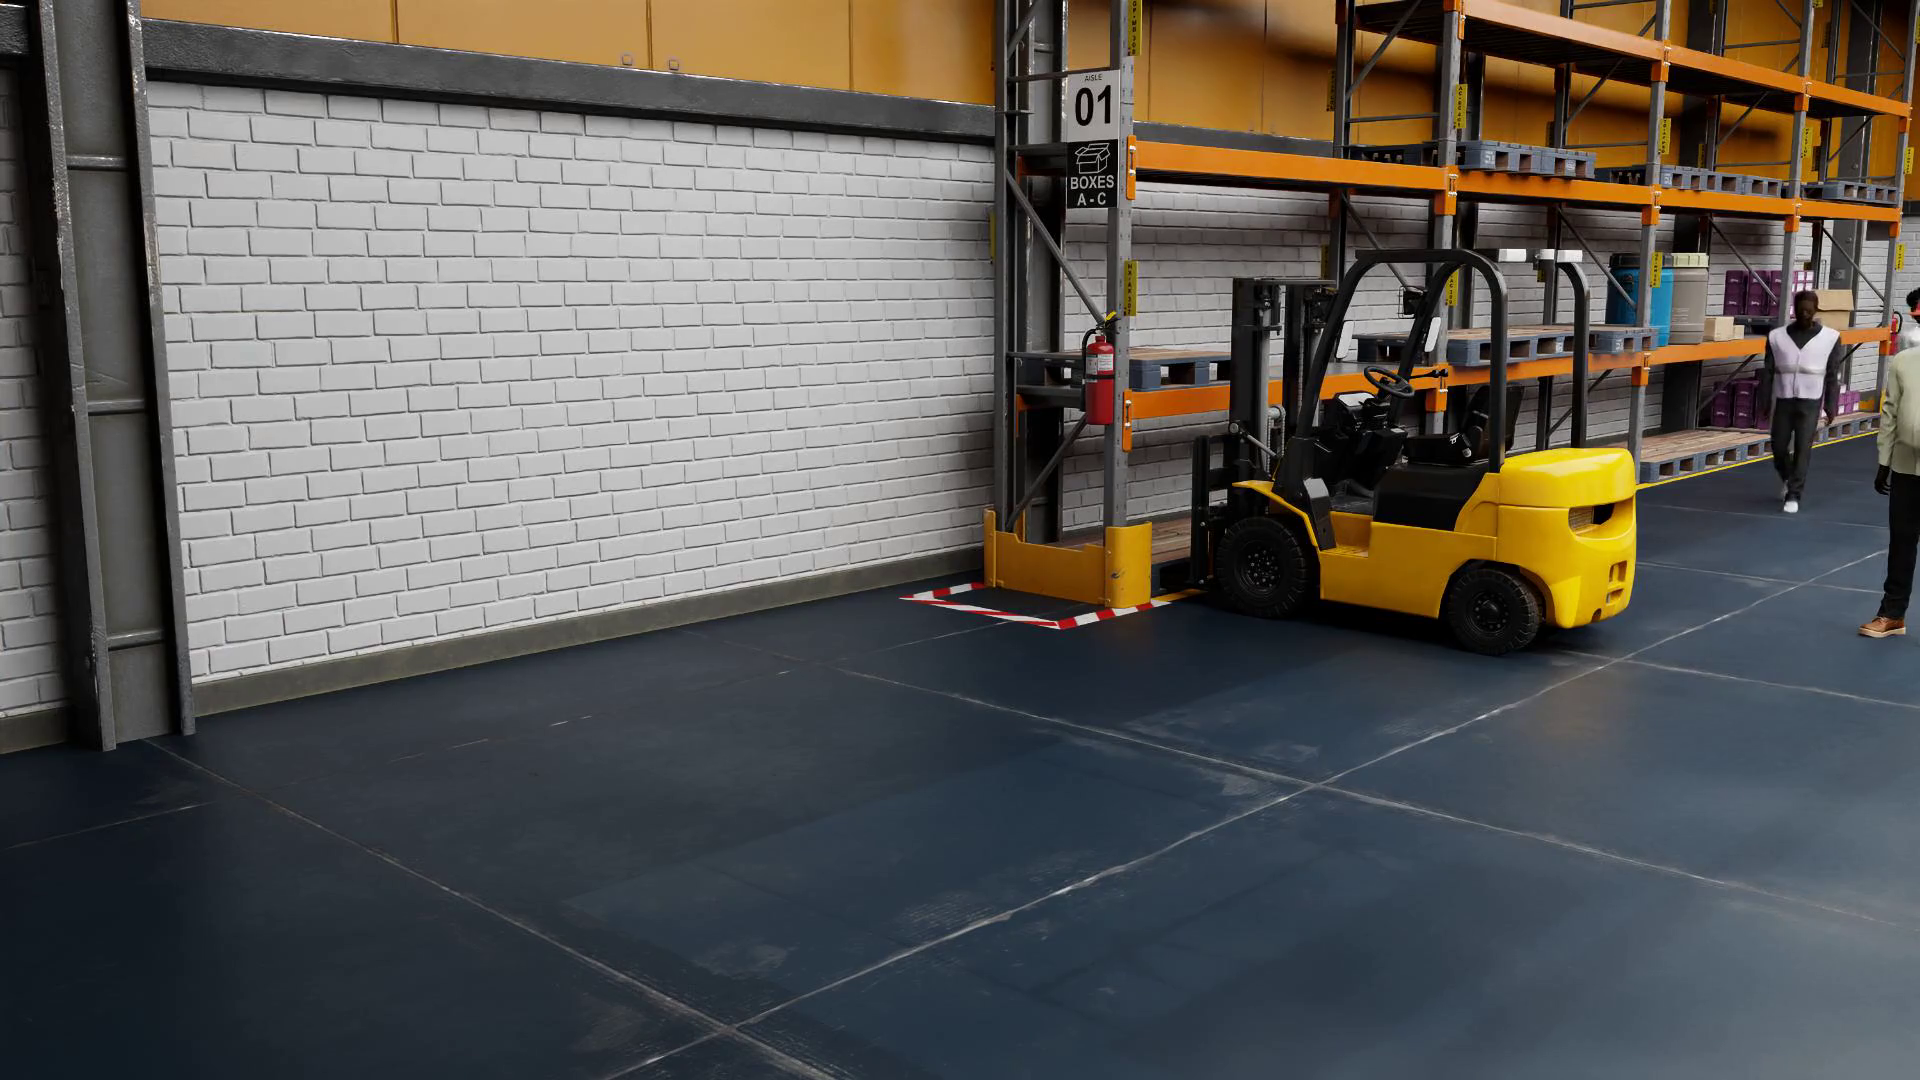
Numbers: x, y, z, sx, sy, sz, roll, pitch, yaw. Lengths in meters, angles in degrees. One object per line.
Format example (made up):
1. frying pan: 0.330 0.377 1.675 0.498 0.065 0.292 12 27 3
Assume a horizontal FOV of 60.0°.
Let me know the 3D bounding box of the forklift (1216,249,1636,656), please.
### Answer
1. forklift: 2.710 -0.584 9.626 2.313 2.155 1.214 9 13 43

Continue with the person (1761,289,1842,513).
1. person: 7.220 -1.201 14.309 0.595 1.902 0.668 6 11 34

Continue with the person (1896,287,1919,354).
1. person: 8.222 -1.174 14.055 0.663 1.931 0.657 -1 9 -8

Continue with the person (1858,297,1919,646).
1. person: 5.346 -0.410 9.165 0.382 1.995 0.612 -6 11 -31
